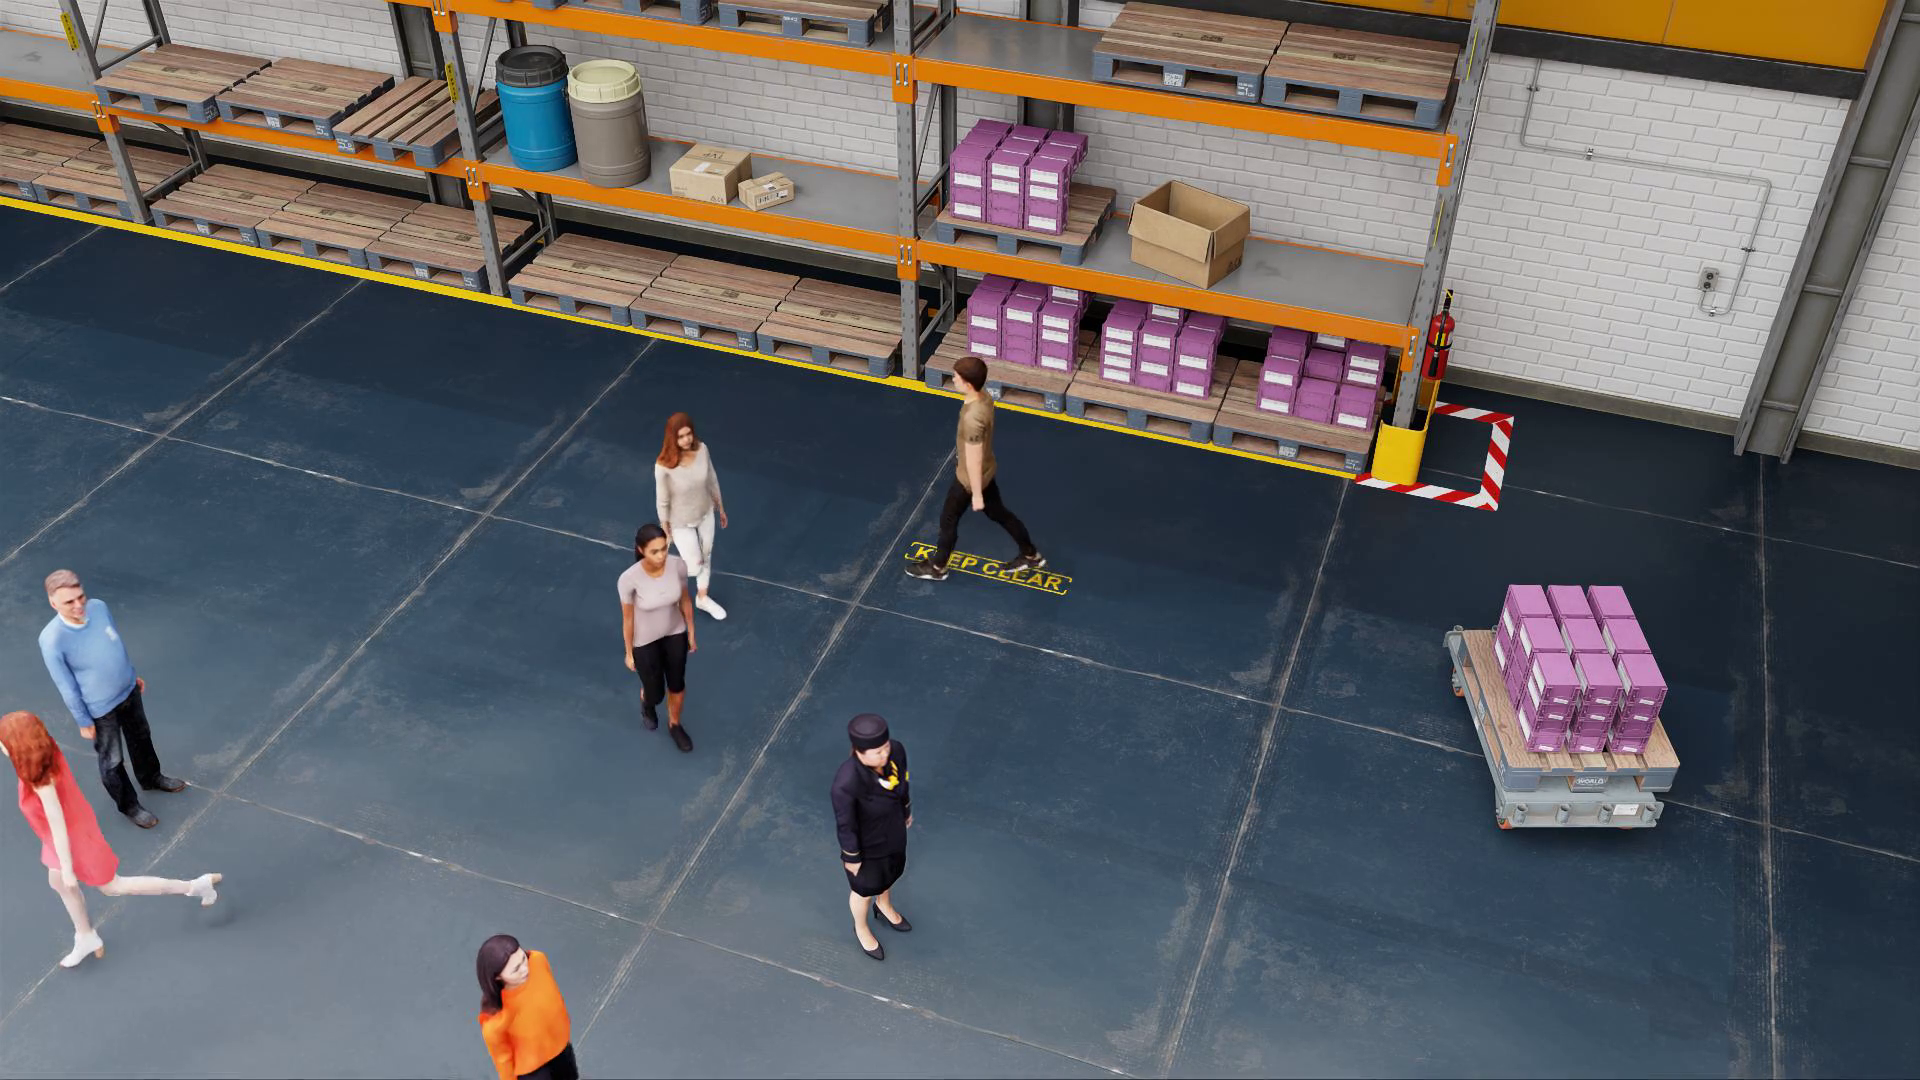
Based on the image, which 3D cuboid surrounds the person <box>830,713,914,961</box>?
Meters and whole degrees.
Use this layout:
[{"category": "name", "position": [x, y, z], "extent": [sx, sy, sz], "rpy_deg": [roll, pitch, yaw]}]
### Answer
[{"category": "person", "position": [-0.463, 1.579, 8.934], "extent": [0.732, 1.671, 0.763], "rpy_deg": [25, 45, 28]}]

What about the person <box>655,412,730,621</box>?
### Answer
[{"category": "person", "position": [-1.858, -0.188, 11.129], "extent": [0.795, 1.694, 0.731], "rpy_deg": [30, 48, 32]}]

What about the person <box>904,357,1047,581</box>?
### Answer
[{"category": "person", "position": [0.194, -0.434, 11.344], "extent": [1.304, 1.810, 0.889], "rpy_deg": [4, 39, 5]}]

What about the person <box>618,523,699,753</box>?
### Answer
[{"category": "person", "position": [-1.872, 0.565, 10.155], "extent": [0.797, 1.731, 0.857], "rpy_deg": [-21, 43, -24]}]

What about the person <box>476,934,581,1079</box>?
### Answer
[{"category": "person", "position": [-2.076, 2.406, 7.847], "extent": [0.868, 1.736, 0.624], "rpy_deg": [12, 40, 15]}]

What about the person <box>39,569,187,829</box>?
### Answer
[{"category": "person", "position": [-4.981, 0.888, 9.686], "extent": [0.560, 1.813, 0.659], "rpy_deg": [10, 40, 12]}]

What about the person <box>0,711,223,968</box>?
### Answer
[{"category": "person", "position": [-4.583, 1.579, 8.840], "extent": [1.116, 1.788, 1.138], "rpy_deg": [-21, 43, -24]}]
